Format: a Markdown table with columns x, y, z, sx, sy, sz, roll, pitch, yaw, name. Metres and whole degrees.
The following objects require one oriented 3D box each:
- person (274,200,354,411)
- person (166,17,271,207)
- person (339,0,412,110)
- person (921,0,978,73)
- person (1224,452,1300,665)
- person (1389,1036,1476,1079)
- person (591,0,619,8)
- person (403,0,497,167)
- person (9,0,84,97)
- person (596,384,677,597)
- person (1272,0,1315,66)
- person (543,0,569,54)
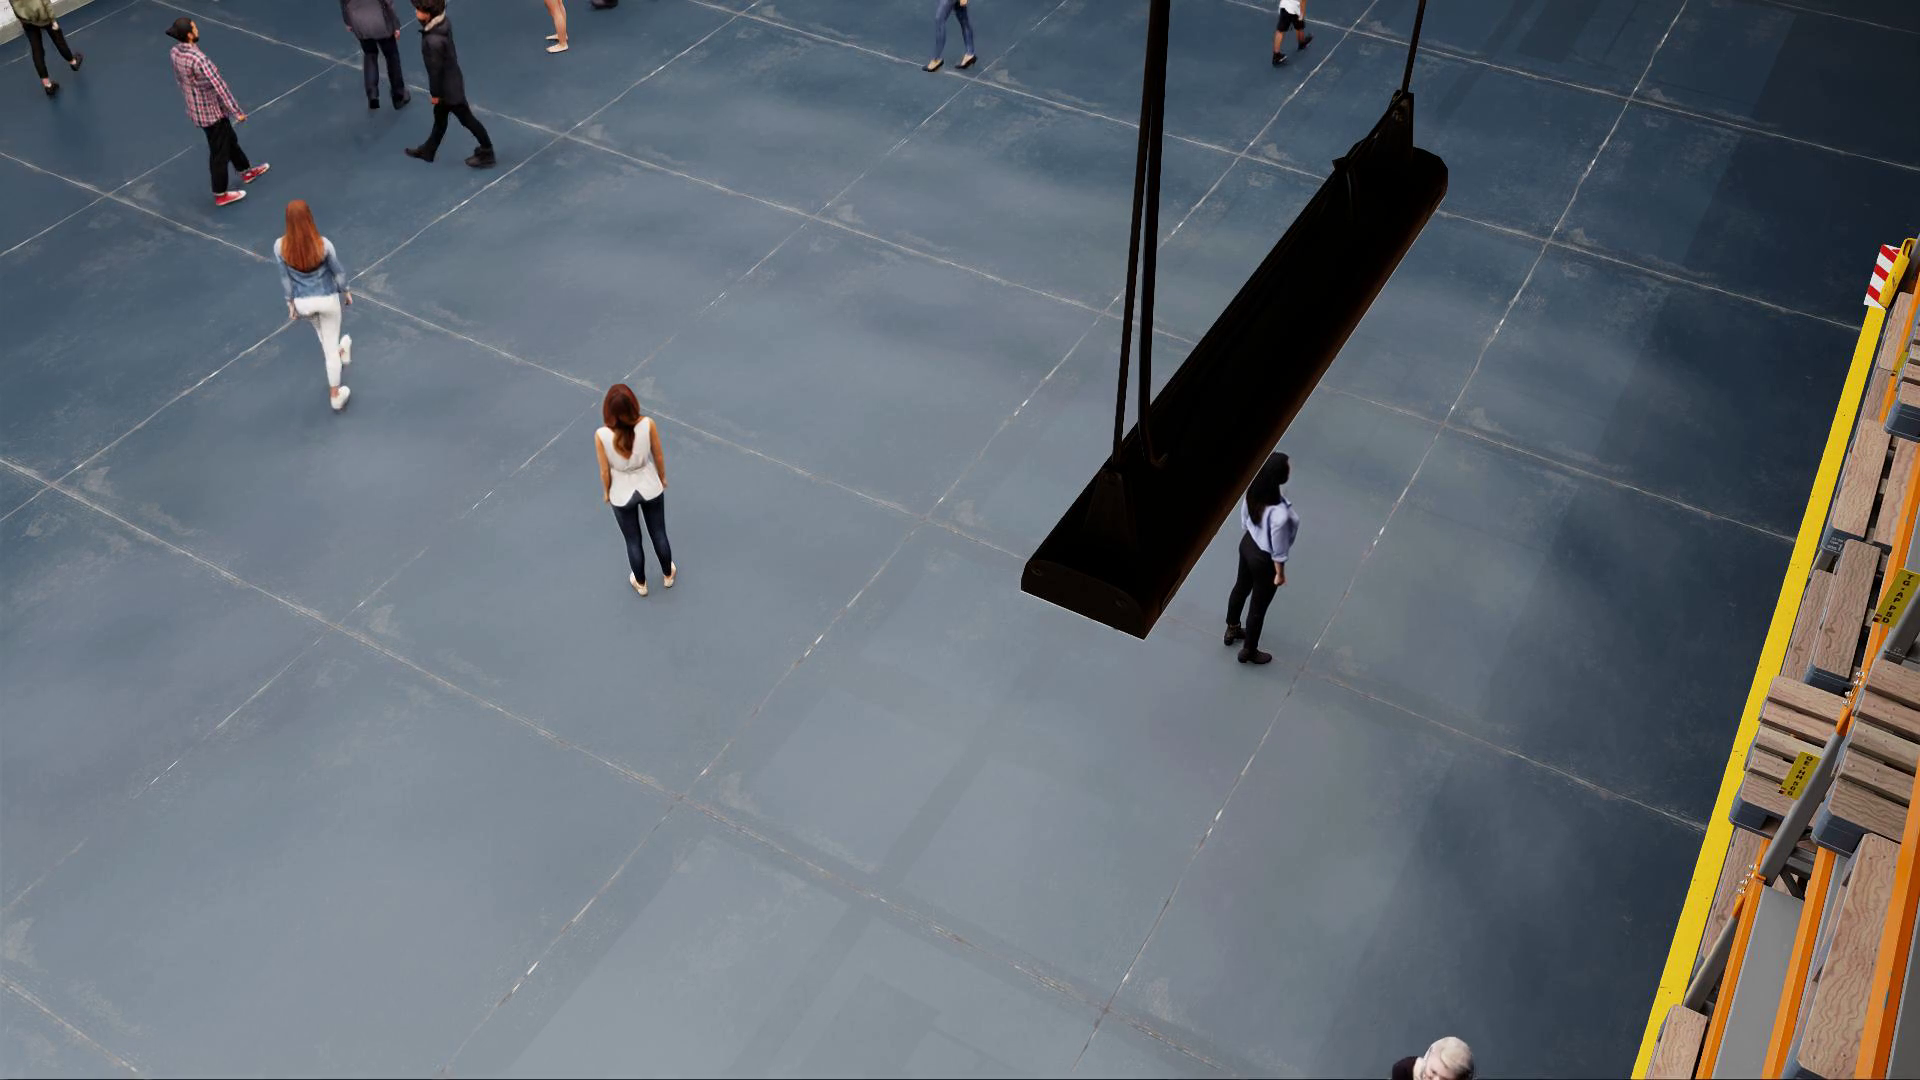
| x | y | z | sx | sy | sz | roll | pitch | yaw | name |
| --- | --- | --- | --- | --- | --- | --- | --- | --- | --- |
| -4.992 | -1.768 | 12.879 | 0.979 | 1.657 | 1.157 | -2 | 44 | -2 | person |
| -6.822 | -3.819 | 14.971 | 0.800 | 1.741 | 0.974 | 32 | 52 | 29 | person |
| -5.721 | -4.980 | 16.132 | 0.914 | 1.821 | 0.984 | 3 | 44 | 3 | person |
| 0.044 | -5.575 | 16.789 | 0.897 | 1.776 | 0.876 | -2 | 44 | -2 | person |
| 1.954 | 0.112 | 10.842 | 0.765 | 1.744 | 0.729 | -15 | 46 | -15 | person |
| 2.194 | 2.820 | 7.948 | 0.630 | 1.816 | 0.704 | 24 | 49 | 23 | person |
| -3.911 | -6.691 | 17.914 | 0.855 | 1.839 | 0.706 | 0 | 44 | 0 | person |
| -4.658 | -4.223 | 15.401 | 1.111 | 1.733 | 1.097 | -7 | 44 | -8 | person |
| -9.235 | -5.153 | 16.594 | 0.926 | 1.434 | 1.077 | -2 | 44 | -2 | person |
| -2.190 | -0.326 | 11.272 | 0.652 | 1.785 | 0.730 | -15 | 46 | -15 | person |
| 3.379 | -5.474 | 17.076 | 0.603 | 1.234 | 0.871 | 31 | 52 | 28 | person |
| -4.270 | -5.868 | 17.222 | 0.730 | 1.602 | 0.656 | -5 | 44 | -5 | person |
